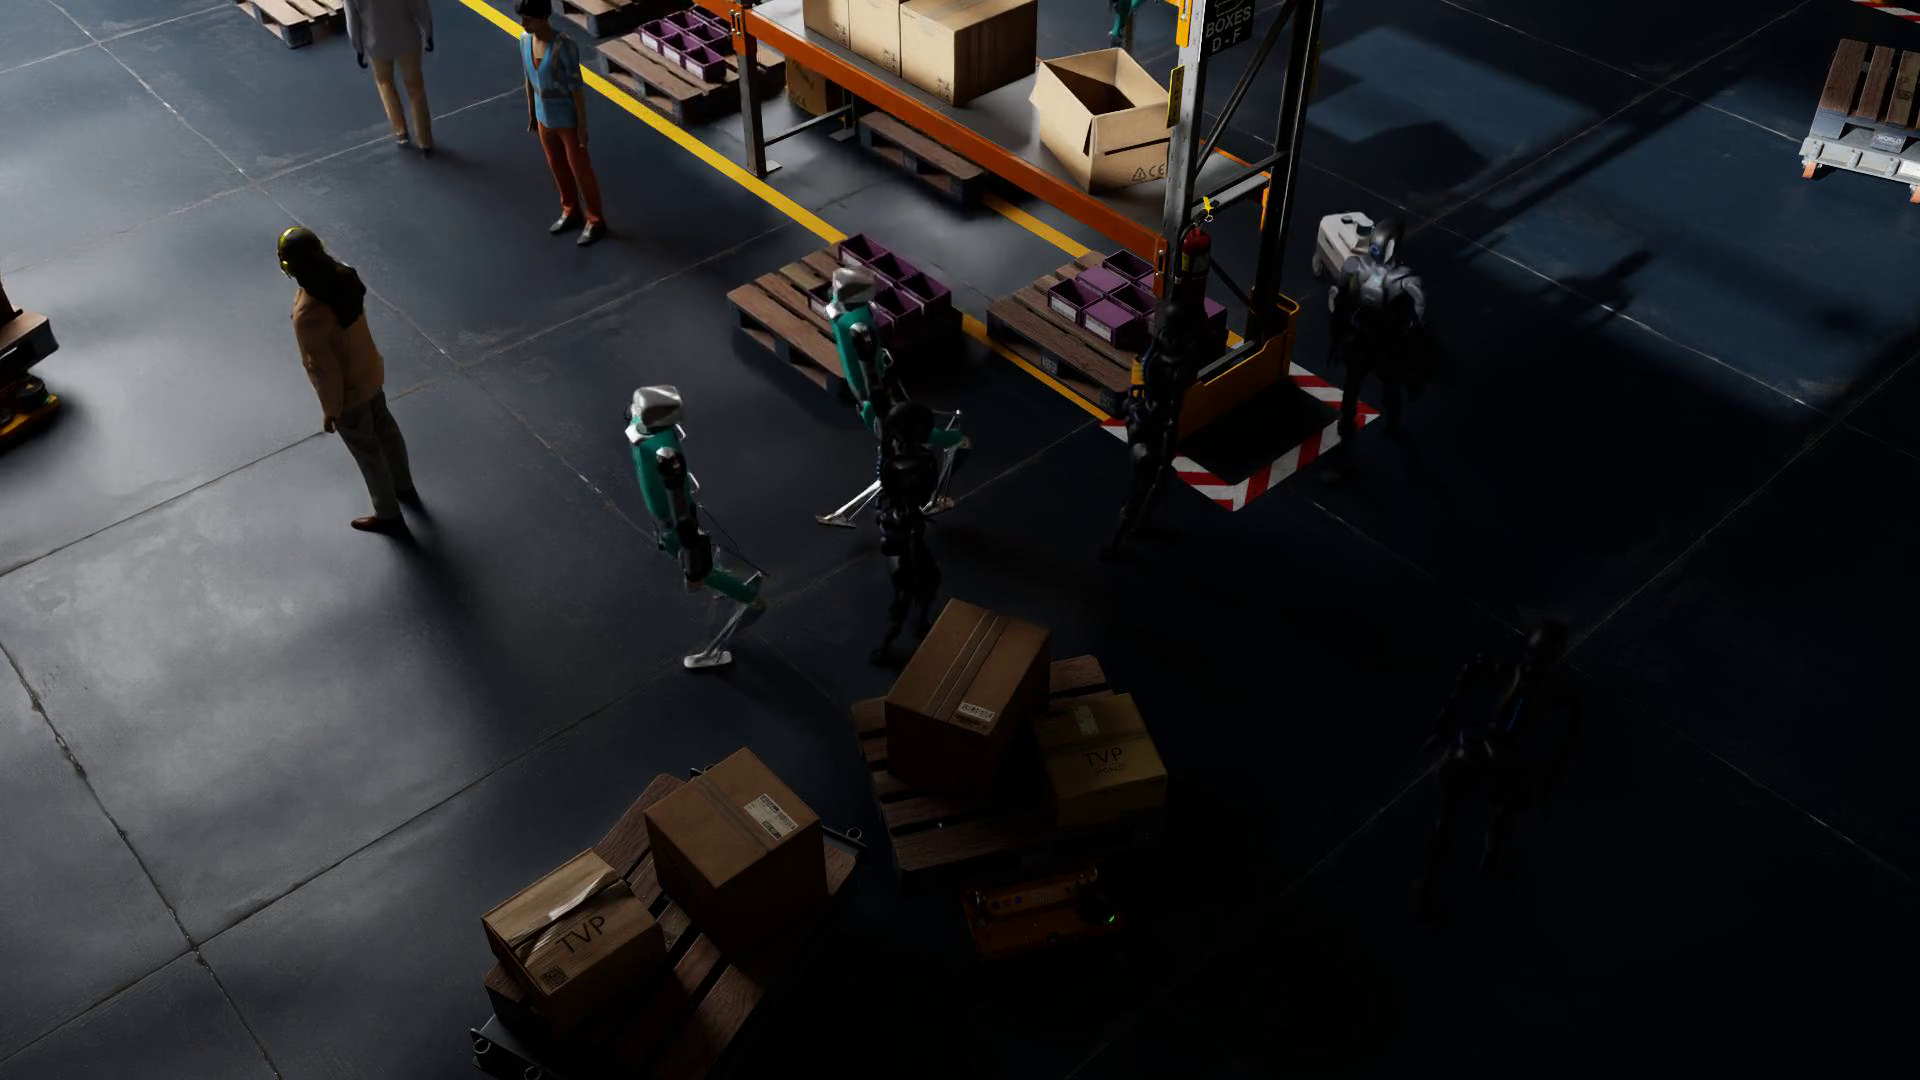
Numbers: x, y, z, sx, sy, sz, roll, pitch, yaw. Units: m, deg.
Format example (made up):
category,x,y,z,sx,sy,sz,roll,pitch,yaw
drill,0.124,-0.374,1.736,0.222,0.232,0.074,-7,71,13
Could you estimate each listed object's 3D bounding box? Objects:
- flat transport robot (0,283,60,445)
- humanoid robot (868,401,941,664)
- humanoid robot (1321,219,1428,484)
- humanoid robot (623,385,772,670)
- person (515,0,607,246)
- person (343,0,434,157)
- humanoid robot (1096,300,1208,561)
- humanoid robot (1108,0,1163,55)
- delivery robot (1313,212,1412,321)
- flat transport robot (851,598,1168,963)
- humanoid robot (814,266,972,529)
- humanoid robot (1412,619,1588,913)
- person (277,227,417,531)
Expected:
category,x,y,z,sx,sy,sz,roll,pitch,yaw
flat transport robot,-6.241,-0.894,10.067,1.431,0.231,0.659,18,46,19
humanoid robot,-0.248,-0.011,8.071,0.444,1.643,0.589,-7,43,-7
humanoid robot,2.373,-1.094,9.301,0.602,1.643,0.785,28,49,27
humanoid robot,-1.214,-0.011,8.071,0.623,1.856,0.541,-20,46,-21
person,-2.670,-2.809,11.051,0.502,1.759,0.327,22,47,22
person,-4.067,-3.607,11.933,0.587,1.731,0.529,-14,44,-15
humanoid robot,0.978,-0.582,8.702,0.479,1.627,0.608,-4,43,-5
humanoid robot,1.266,-4.220,12.692,0.542,1.903,0.719,-17,45,-18
delivery robot,2.608,-1.793,10.847,0.499,0.612,0.801,-9,43,-10
flat transport robot,0.216,1.257,7.728,0.659,0.231,1.431,-10,44,-11
humanoid robot,-0.307,-0.711,8.789,1.012,1.732,0.540,-13,44,-14
humanoid robot,2.259,0.931,7.066,0.600,1.648,0.610,19,46,20
person,-3.232,-0.836,8.820,0.403,1.876,0.555,5,43,5
